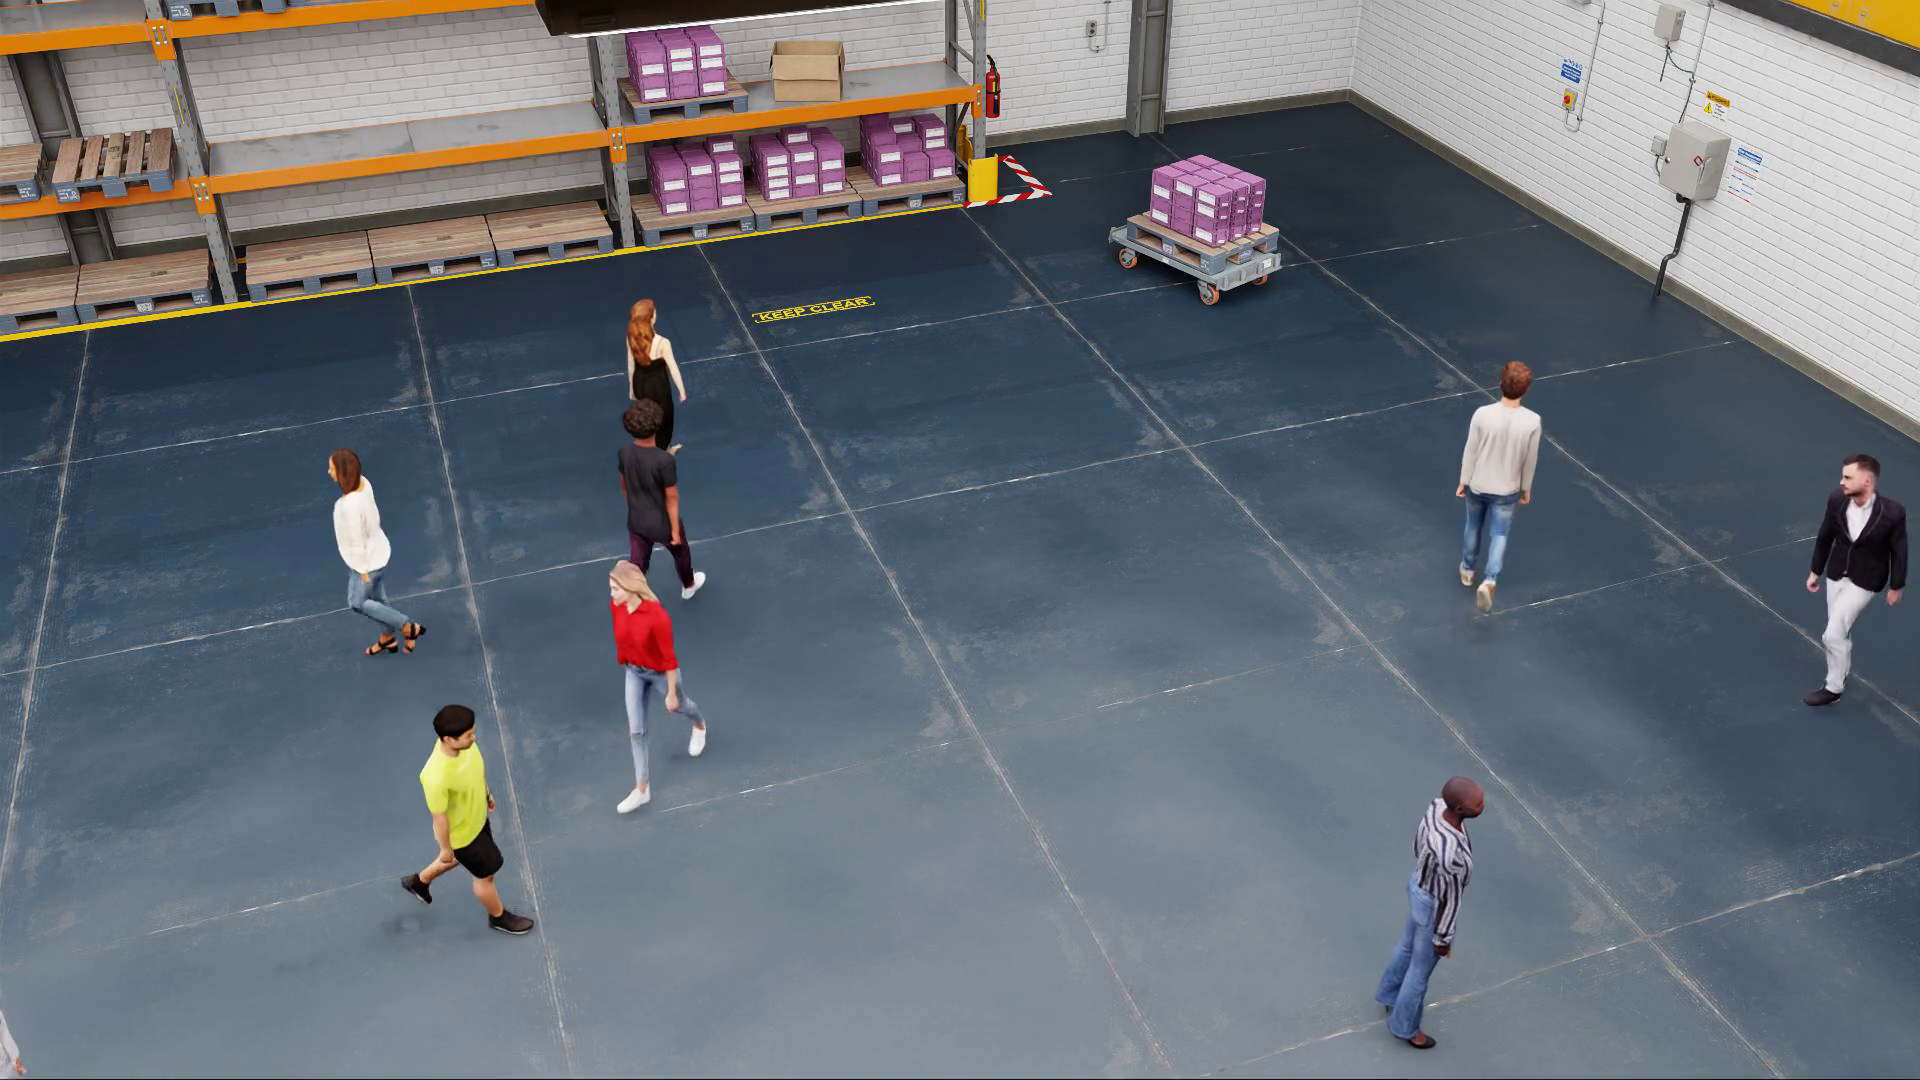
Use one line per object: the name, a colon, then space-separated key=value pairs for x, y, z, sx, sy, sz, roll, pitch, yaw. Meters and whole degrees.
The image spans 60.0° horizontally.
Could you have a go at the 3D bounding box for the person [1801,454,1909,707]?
person: x=5.967 y=0.280 z=11.027 sx=0.808 sy=1.785 sz=0.795 roll=-27 pitch=42 yaw=-34

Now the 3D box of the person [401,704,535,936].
person: x=-2.831 y=1.550 z=9.213 sx=1.105 sy=1.679 sz=0.908 roll=-1 pitch=34 yaw=-2

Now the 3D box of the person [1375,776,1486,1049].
person: x=2.423 y=1.900 z=8.582 sx=0.658 sy=1.794 sz=0.689 roll=1 pitch=34 yaw=2

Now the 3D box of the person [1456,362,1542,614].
person: x=3.815 y=-0.349 z=11.884 sx=1.111 sy=1.885 sz=1.109 roll=9 pitch=35 yaw=14

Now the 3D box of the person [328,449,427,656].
person: x=-3.981 y=0.104 z=11.395 sx=0.756 sy=1.671 sz=0.704 roll=-4 pitch=34 yaw=-5

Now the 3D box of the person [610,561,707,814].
person: x=-1.864 y=0.811 z=10.349 sx=1.134 sy=1.652 sz=1.194 roll=12 pitch=36 yaw=18

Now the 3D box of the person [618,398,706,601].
person: x=-2.197 y=-0.123 z=11.671 sx=1.130 sy=1.744 sz=1.126 roll=10 pitch=35 yaw=15

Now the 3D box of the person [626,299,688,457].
person: x=-2.509 y=-1.140 z=13.330 sx=0.886 sy=1.601 sz=0.954 roll=15 pitch=36 yaw=21
